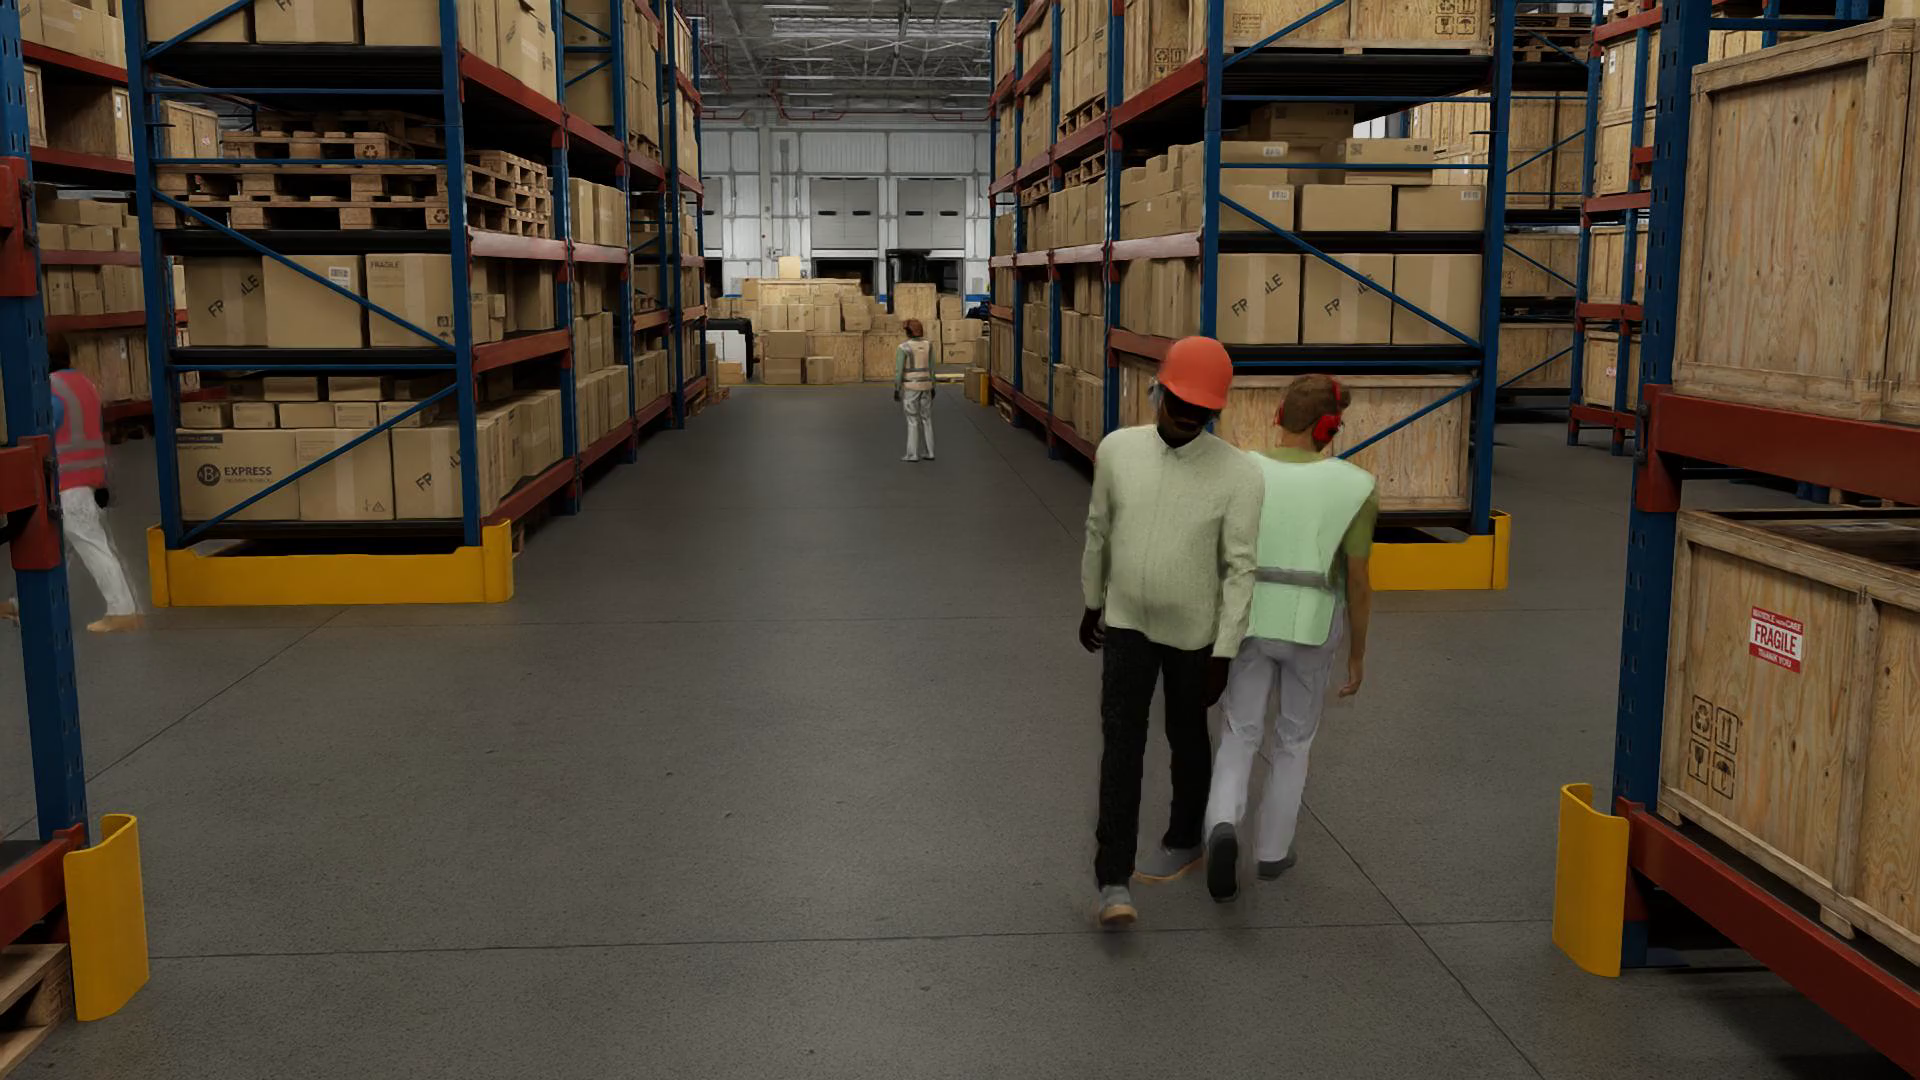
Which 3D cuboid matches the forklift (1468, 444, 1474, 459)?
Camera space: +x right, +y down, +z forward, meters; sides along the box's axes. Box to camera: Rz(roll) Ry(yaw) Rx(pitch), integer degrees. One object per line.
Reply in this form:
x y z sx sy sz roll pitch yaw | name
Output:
5.315 -2.403 19.422 1.129 2.768 1.873 -1 9 -4 | forklift

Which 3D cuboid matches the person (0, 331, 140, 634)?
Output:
-5.344 -0.327 9.792 0.971 1.787 0.644 -1 9 -8 | person

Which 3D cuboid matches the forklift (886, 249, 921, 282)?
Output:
-1.537 -6.556 45.497 1.129 2.768 1.873 -2 9 -13 | forklift

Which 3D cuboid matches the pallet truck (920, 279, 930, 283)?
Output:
-0.932 -8.922 63.114 1.885 1.965 0.823 2 9 13 | pallet truck

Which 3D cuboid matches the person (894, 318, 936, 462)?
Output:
-0.504 -1.697 18.898 0.530 1.630 0.328 -7 11 -36 | person

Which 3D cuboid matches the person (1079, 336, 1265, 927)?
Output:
0.642 0.298 5.456 0.679 1.921 0.980 4 10 23 | person

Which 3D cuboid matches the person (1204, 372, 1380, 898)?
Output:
1.082 0.341 5.612 0.615 1.804 0.725 3 10 20 | person
